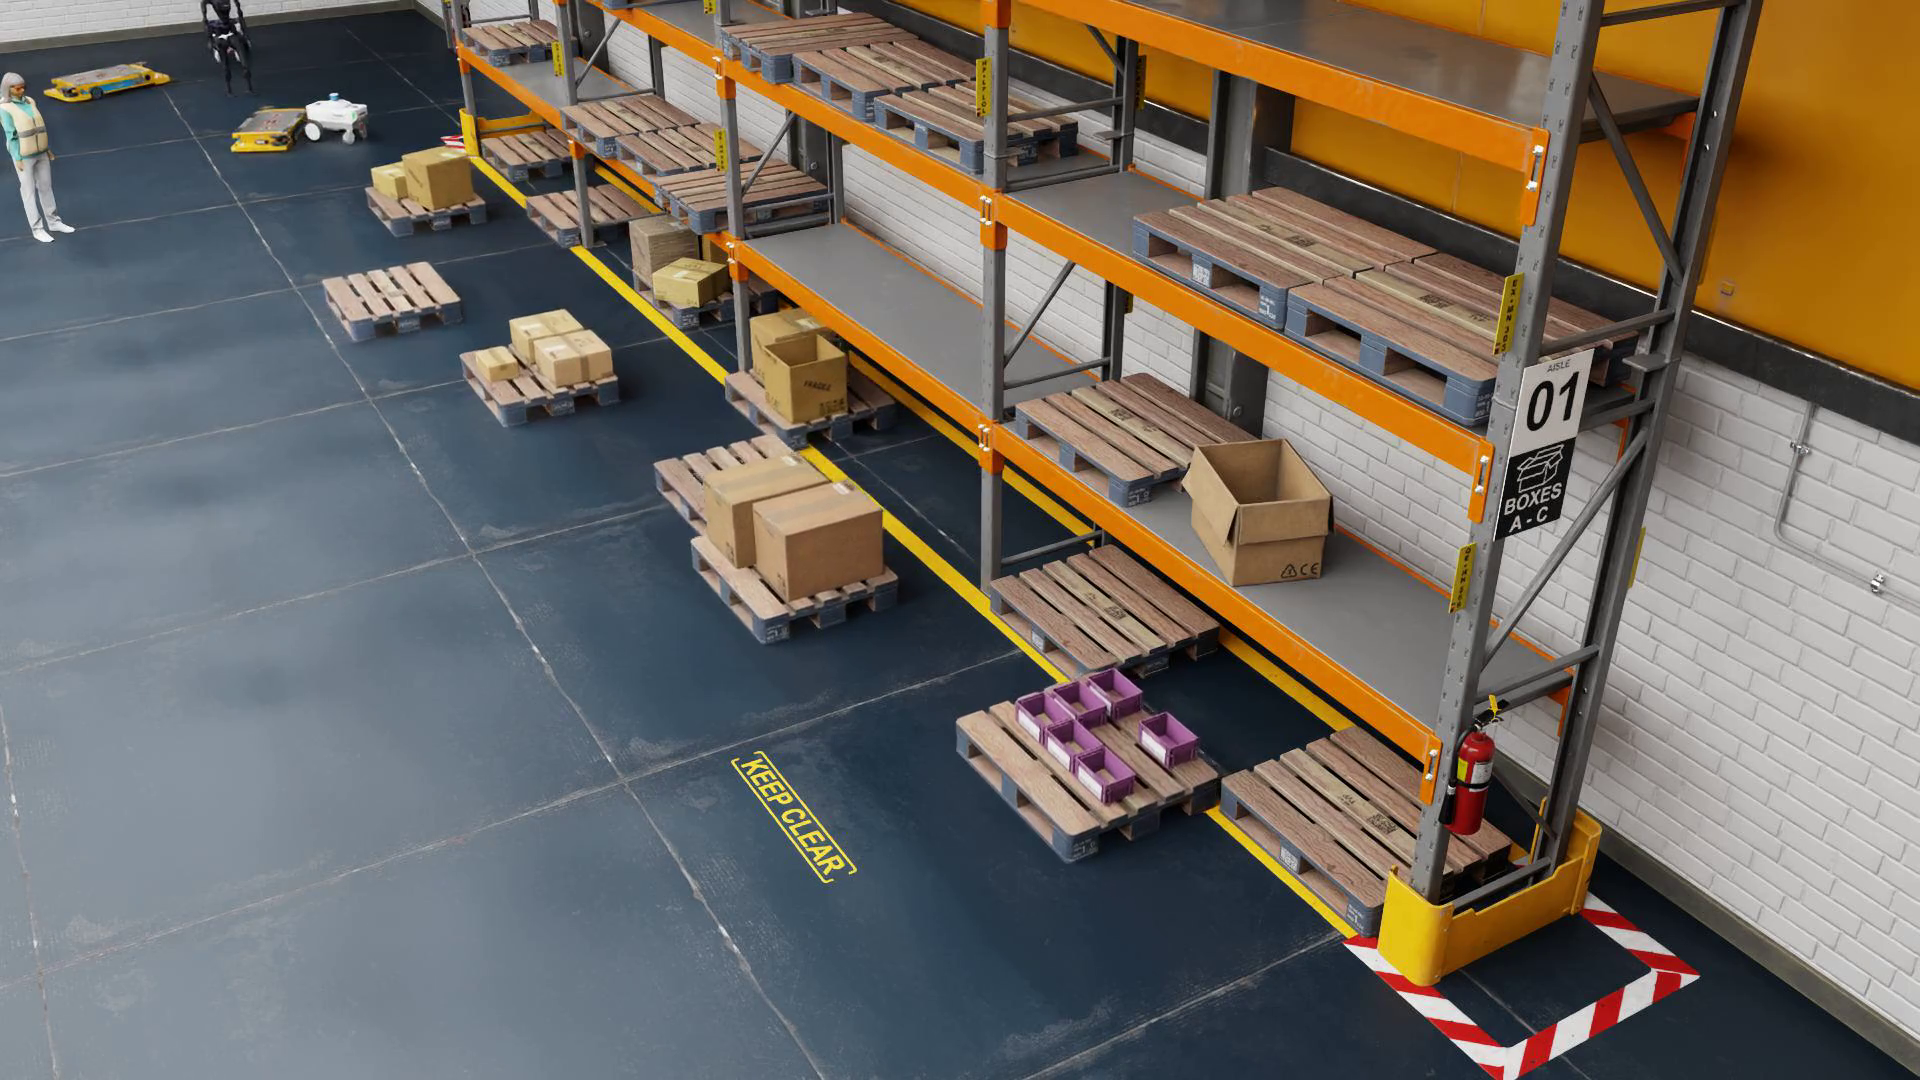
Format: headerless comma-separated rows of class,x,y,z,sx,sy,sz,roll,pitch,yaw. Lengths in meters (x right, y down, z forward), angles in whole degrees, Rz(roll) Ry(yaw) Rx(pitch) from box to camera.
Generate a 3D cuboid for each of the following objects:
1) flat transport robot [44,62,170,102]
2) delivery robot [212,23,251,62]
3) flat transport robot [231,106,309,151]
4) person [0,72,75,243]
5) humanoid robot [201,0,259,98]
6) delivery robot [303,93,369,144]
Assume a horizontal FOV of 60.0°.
flat transport robot,-11.608,-6.226,22.623,0.659,0.231,1.431,20,35,32
delivery robot,-10.665,-7.295,24.212,0.499,0.587,0.769,-7,30,-12
flat transport robot,-8.513,-5.098,20.633,0.659,0.231,1.431,-3,30,-5
person,-9.590,-3.954,17.145,0.367,1.712,0.463,7,30,13
humanoid robot,-9.709,-6.691,22.023,0.418,1.635,0.609,24,37,35
delivery robot,-7.698,-5.213,20.538,0.759,0.587,0.505,8,31,14
